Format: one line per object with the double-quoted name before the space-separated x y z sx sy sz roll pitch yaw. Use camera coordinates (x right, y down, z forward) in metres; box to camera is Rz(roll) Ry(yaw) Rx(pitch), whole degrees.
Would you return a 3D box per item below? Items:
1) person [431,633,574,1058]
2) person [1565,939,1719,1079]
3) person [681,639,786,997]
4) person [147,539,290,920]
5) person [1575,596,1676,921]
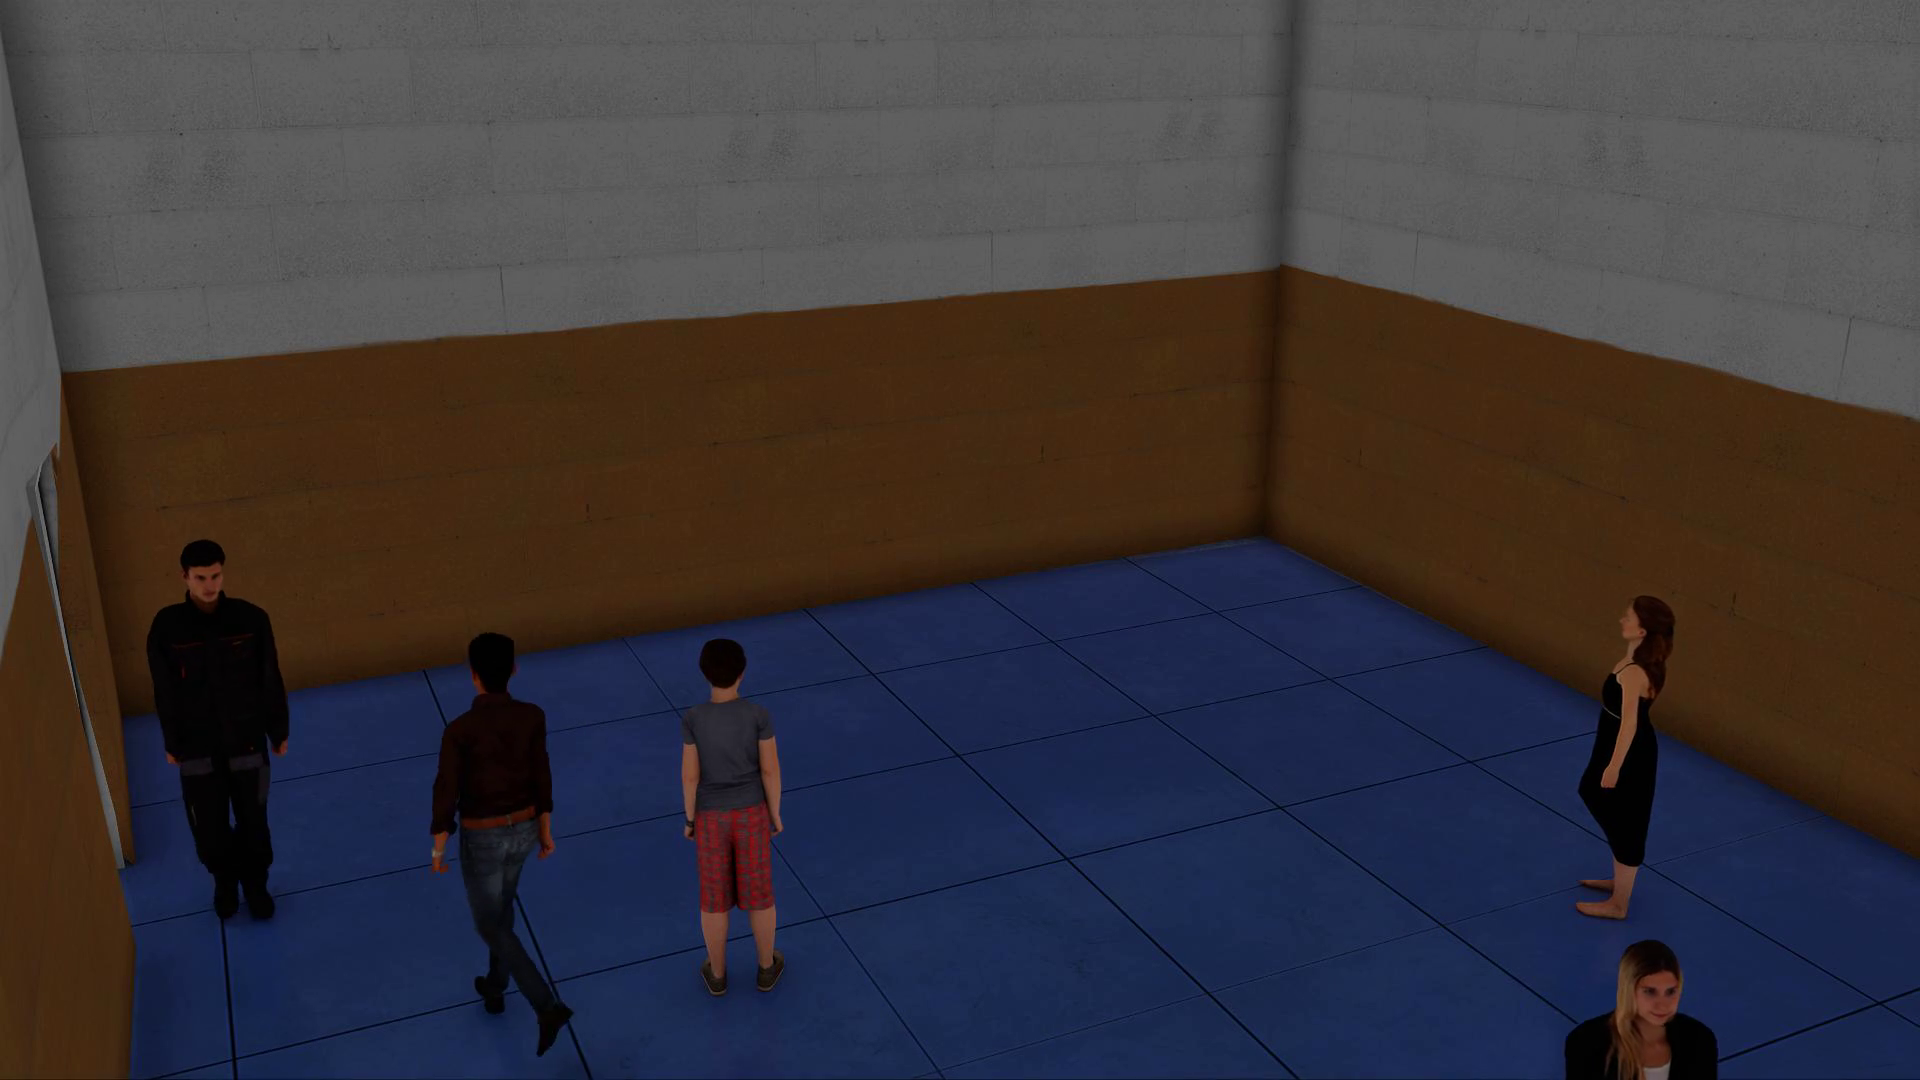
"person" -1.887 1.293 6.958 0.970 1.743 1.088 16 24 39
"person" 2.047 1.954 5.189 1.086 1.621 0.948 0 19 -1
"person" -1.001 1.222 7.296 0.570 1.650 0.710 -2 19 -6
"person" -3.508 0.883 7.891 0.628 1.924 0.788 -10 21 -28
"person" 3.182 1.032 7.919 0.729 1.624 0.653 10 21 28
